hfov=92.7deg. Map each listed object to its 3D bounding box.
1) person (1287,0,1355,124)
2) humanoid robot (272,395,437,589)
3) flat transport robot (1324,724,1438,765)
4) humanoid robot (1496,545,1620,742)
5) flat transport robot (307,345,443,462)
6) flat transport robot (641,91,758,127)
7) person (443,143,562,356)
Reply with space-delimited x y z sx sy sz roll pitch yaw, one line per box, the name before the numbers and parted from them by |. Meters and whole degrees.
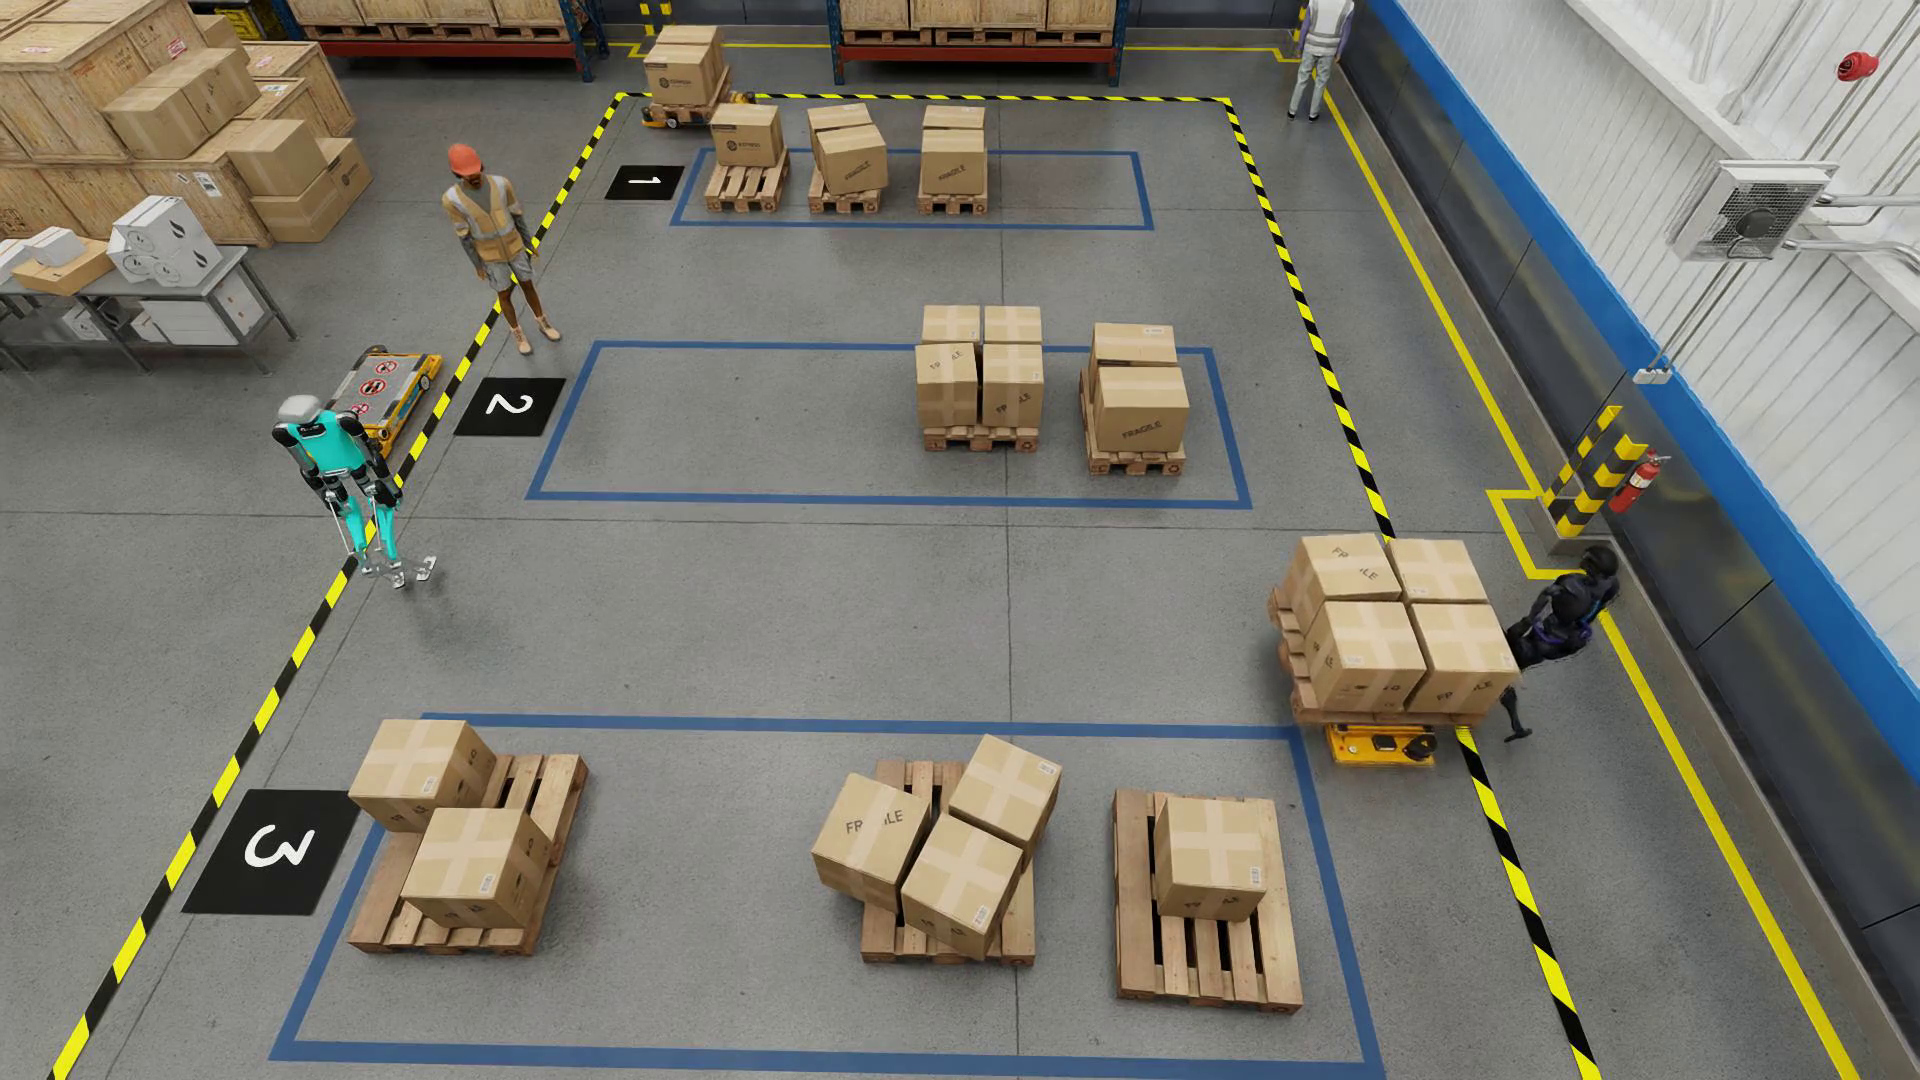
person | 4.580 -6.249 11.635 0.585 1.824 0.404 17 52 14
humanoid robot | -4.282 -0.204 6.490 0.533 1.676 0.735 -11 51 -9
flat transport robot | 2.867 0.915 6.575 0.652 0.197 1.431 1 50 1
humanoid robot | 3.822 0.682 5.875 0.591 1.630 0.641 -8 50 -6
flat transport robot | -5.383 -1.269 8.441 0.659 0.231 1.431 1 50 1
flat transport robot | -3.466 -5.752 12.216 1.431 0.197 0.652 1 50 1
person | -4.218 -2.662 8.458 0.605 2.045 0.385 -33 57 -25
